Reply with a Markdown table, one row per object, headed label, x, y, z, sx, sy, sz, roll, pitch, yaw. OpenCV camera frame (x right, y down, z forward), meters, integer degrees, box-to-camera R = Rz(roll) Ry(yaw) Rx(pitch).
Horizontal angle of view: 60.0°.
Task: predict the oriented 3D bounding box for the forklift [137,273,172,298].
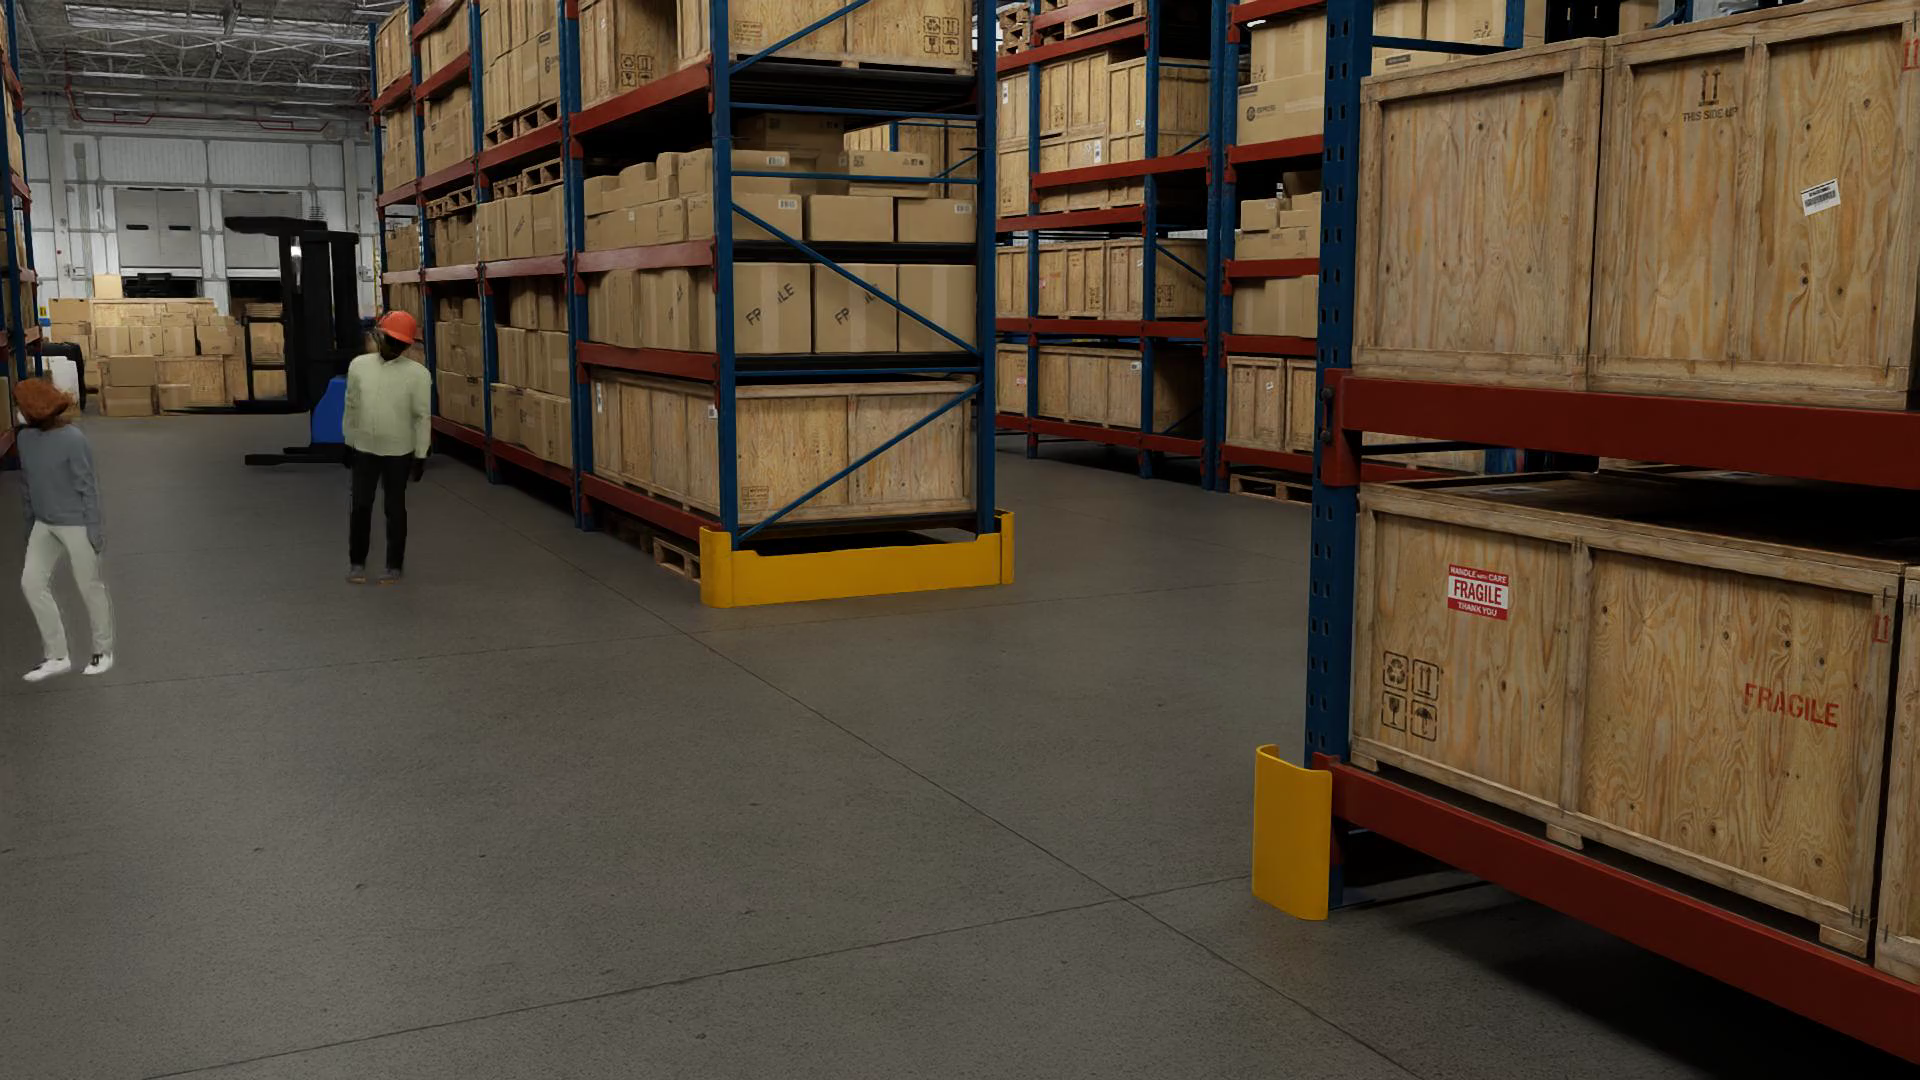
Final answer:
| label | x | y | z | sx | sy | sz | roll | pitch | yaw |
| --- | --- | --- | --- | --- | --- | --- | --- | --- | --- |
| forklift | -24.694 | -6.828 | 51.173 | 1.129 | 2.768 | 1.873 | 0 | 8 | 2 |

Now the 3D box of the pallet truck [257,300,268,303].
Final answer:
| label | x | y | z | sx | sy | sz | roll | pitch | yaw |
| --- | --- | --- | --- | --- | --- | --- | --- | --- | --- |
| pallet truck | -23.913 | -7.404 | 58.171 | 1.885 | 1.965 | 0.823 | -1 | 8 | -9 |

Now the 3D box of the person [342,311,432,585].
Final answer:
| label | x | y | z | sx | sy | sz | roll | pitch | yaw |
| --- | --- | --- | --- | --- | --- | --- | --- | --- | --- |
| person | -4.044 | -0.633 | 11.709 | 0.692 | 1.940 | 0.463 | 0 | 8 | -1 |

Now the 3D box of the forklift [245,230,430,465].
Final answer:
| label | x | y | z | sx | sy | sz | roll | pitch | yaw |
| --- | --- | --- | --- | --- | --- | --- | --- | --- | --- |
| forklift | -7.542 | -2.322 | 20.098 | 1.873 | 2.768 | 1.129 | 1 | 8 | 4 |

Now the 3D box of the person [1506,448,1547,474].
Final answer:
| label | x | y | z | sx | sy | sz | roll | pitch | yaw |
| --- | --- | --- | --- | --- | --- | --- | --- | --- | --- |
| person | 3.806 | -0.450 | 10.890 | 0.899 | 1.816 | 0.626 | -3 | 9 | -19 |

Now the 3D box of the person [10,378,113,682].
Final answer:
| label | x | y | z | sx | sy | sz | roll | pitch | yaw |
| --- | --- | --- | --- | --- | --- | --- | --- | --- | --- |
| person | -4.779 | -0.051 | 8.802 | 0.607 | 1.595 | 0.590 | 3 | 9 | 19 |
